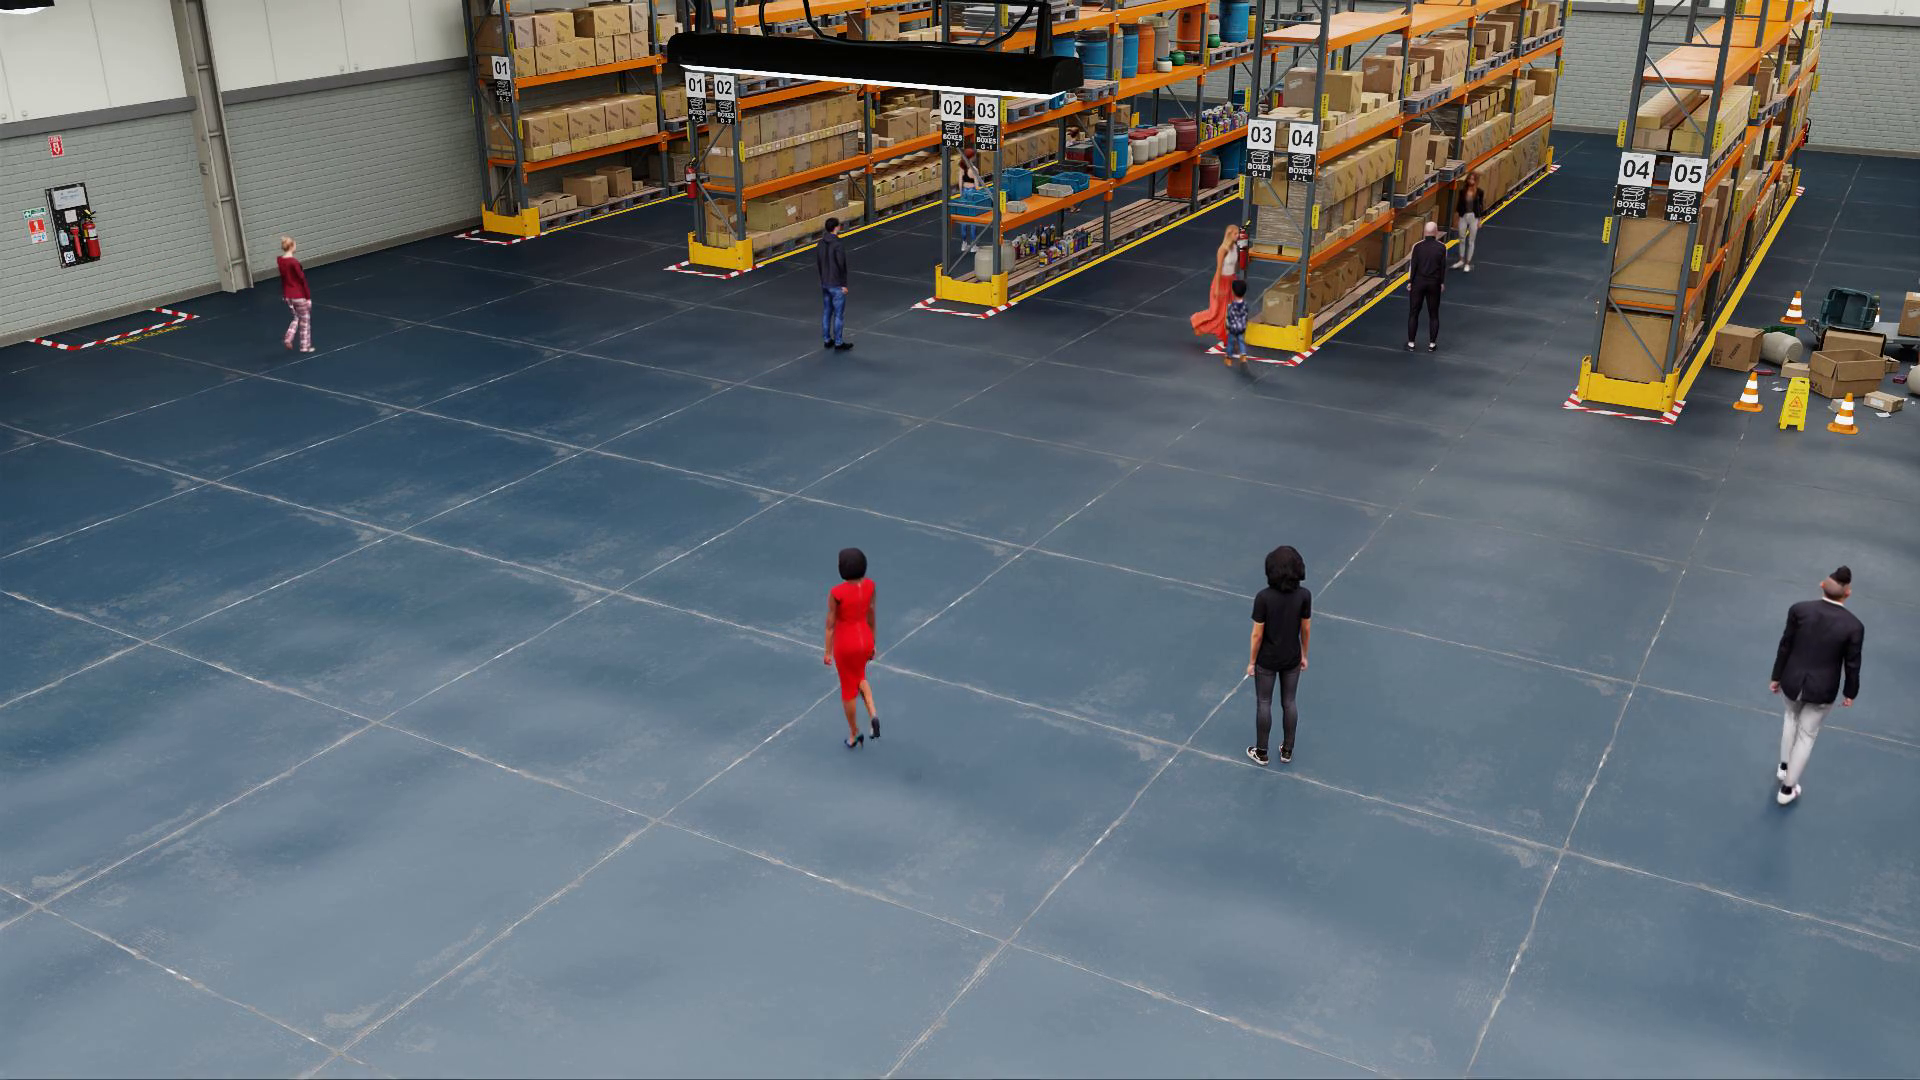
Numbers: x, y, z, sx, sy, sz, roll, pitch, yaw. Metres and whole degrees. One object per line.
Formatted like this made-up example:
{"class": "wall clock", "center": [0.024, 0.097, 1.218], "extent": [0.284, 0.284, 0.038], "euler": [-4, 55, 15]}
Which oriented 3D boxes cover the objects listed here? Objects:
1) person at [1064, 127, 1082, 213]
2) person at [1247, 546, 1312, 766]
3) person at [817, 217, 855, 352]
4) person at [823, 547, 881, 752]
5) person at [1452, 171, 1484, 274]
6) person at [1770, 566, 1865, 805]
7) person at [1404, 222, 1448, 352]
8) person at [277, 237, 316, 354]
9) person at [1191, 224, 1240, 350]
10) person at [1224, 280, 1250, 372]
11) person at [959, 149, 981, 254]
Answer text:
{"class": "person", "center": [2.193, -7.235, 32.436], "extent": [0.661, 1.620, 0.644], "euler": [-14, 27, -29]}
{"class": "person", "center": [2.493, 0.901, 13.031], "extent": [0.704, 1.834, 0.725], "euler": [-3, 23, -7]}
{"class": "person", "center": [-1.809, -3.643, 23.640], "extent": [0.725, 1.894, 0.657], "euler": [21, 31, 40]}
{"class": "person", "center": [-0.794, 0.902, 13.159], "extent": [0.703, 1.732, 0.751], "euler": [-19, 29, -37]}
{"class": "person", "center": [8.558, -5.364, 27.962], "extent": [0.604, 1.680, 0.814], "euler": [15, 27, 31]}
{"class": "person", "center": [6.341, 1.097, 12.445], "extent": [0.834, 1.932, 0.916], "euler": [20, 30, 39]}
{"class": "person", "center": [6.616, -3.593, 23.598], "extent": [0.755, 1.834, 0.721], "euler": [3, 23, 7]}
{"class": "person", "center": [-9.399, -3.416, 23.375], "extent": [0.622, 1.684, 0.668], "euler": [13, 26, 27]}
{"class": "person", "center": [3.696, -3.621, 23.744], "extent": [1.054, 1.773, 0.891], "euler": [-21, 31, -40]}
{"class": "person", "center": [3.827, -2.937, 22.824], "extent": [0.773, 1.234, 0.859], "euler": [-5, 23, -11]}
{"class": "person", "center": [0.174, -5.974, 29.258], "extent": [0.576, 1.787, 0.600], "euler": [15, 27, 32]}
